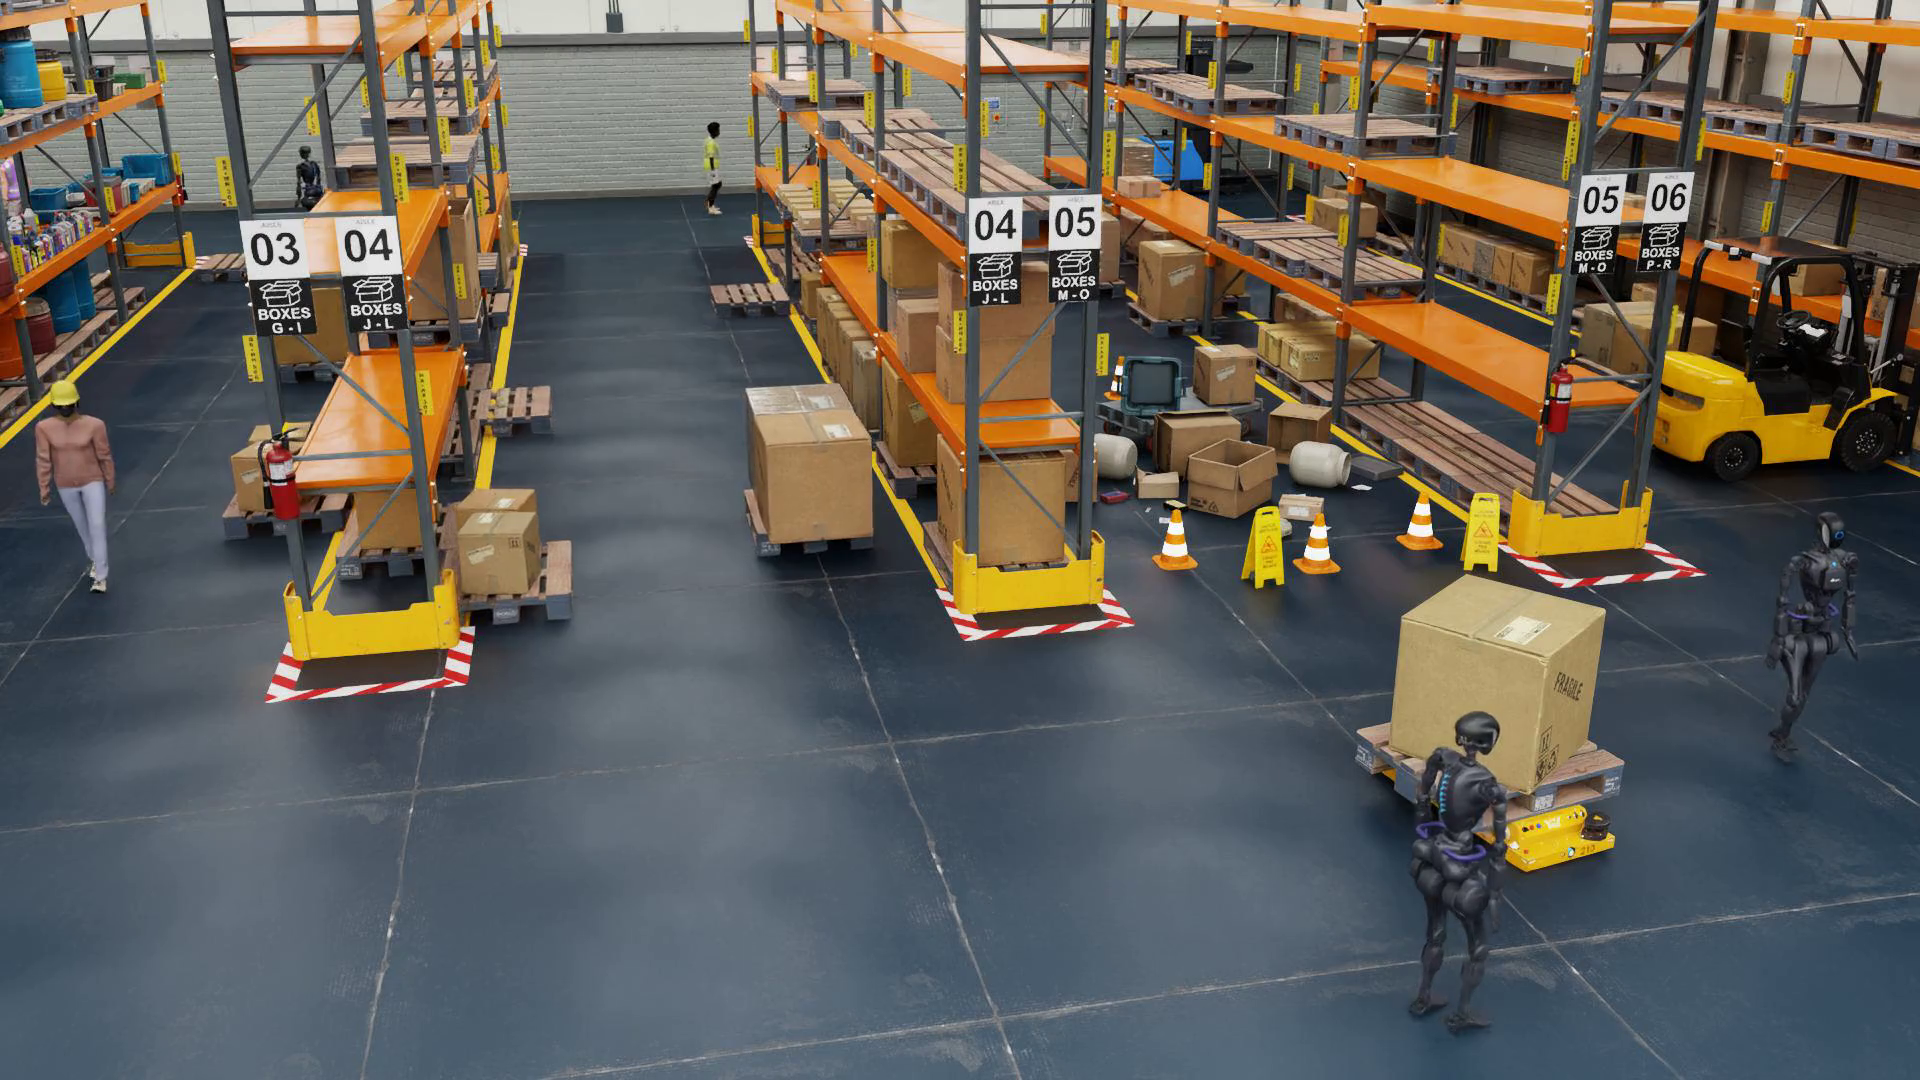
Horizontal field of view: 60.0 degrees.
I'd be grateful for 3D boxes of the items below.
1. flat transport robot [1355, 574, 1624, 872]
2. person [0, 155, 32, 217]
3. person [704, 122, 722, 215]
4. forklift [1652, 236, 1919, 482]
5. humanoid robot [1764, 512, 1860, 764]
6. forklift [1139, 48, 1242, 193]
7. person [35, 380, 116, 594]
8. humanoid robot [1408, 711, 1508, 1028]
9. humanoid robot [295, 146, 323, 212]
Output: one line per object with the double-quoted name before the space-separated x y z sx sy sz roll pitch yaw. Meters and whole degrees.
"flat transport robot" 3.179 1.533 10.075 0.659 0.231 1.431 -9 22 -23
"person" -15.367 -5.565 27.153 0.350 1.688 0.488 11 23 27
"person" -4.536 -6.848 30.619 0.331 1.677 0.555 -1 20 -2
"forklift" 8.013 -1.814 16.330 2.313 2.155 1.214 -4 21 -12
"humanoid robot" 5.415 0.606 10.557 0.599 1.649 0.481 -4 21 -10
"forklift" 4.566 -8.313 32.860 1.873 2.768 1.129 -4 21 -12
"person" -7.037 -0.425 13.263 0.525 1.721 0.900 -4 21 -11
"humanoid robot" 2.364 1.567 7.964 0.312 1.656 0.609 -10 23 -25
"humanoid robot" -10.718 -5.717 27.612 0.694 1.642 0.587 7 22 18
